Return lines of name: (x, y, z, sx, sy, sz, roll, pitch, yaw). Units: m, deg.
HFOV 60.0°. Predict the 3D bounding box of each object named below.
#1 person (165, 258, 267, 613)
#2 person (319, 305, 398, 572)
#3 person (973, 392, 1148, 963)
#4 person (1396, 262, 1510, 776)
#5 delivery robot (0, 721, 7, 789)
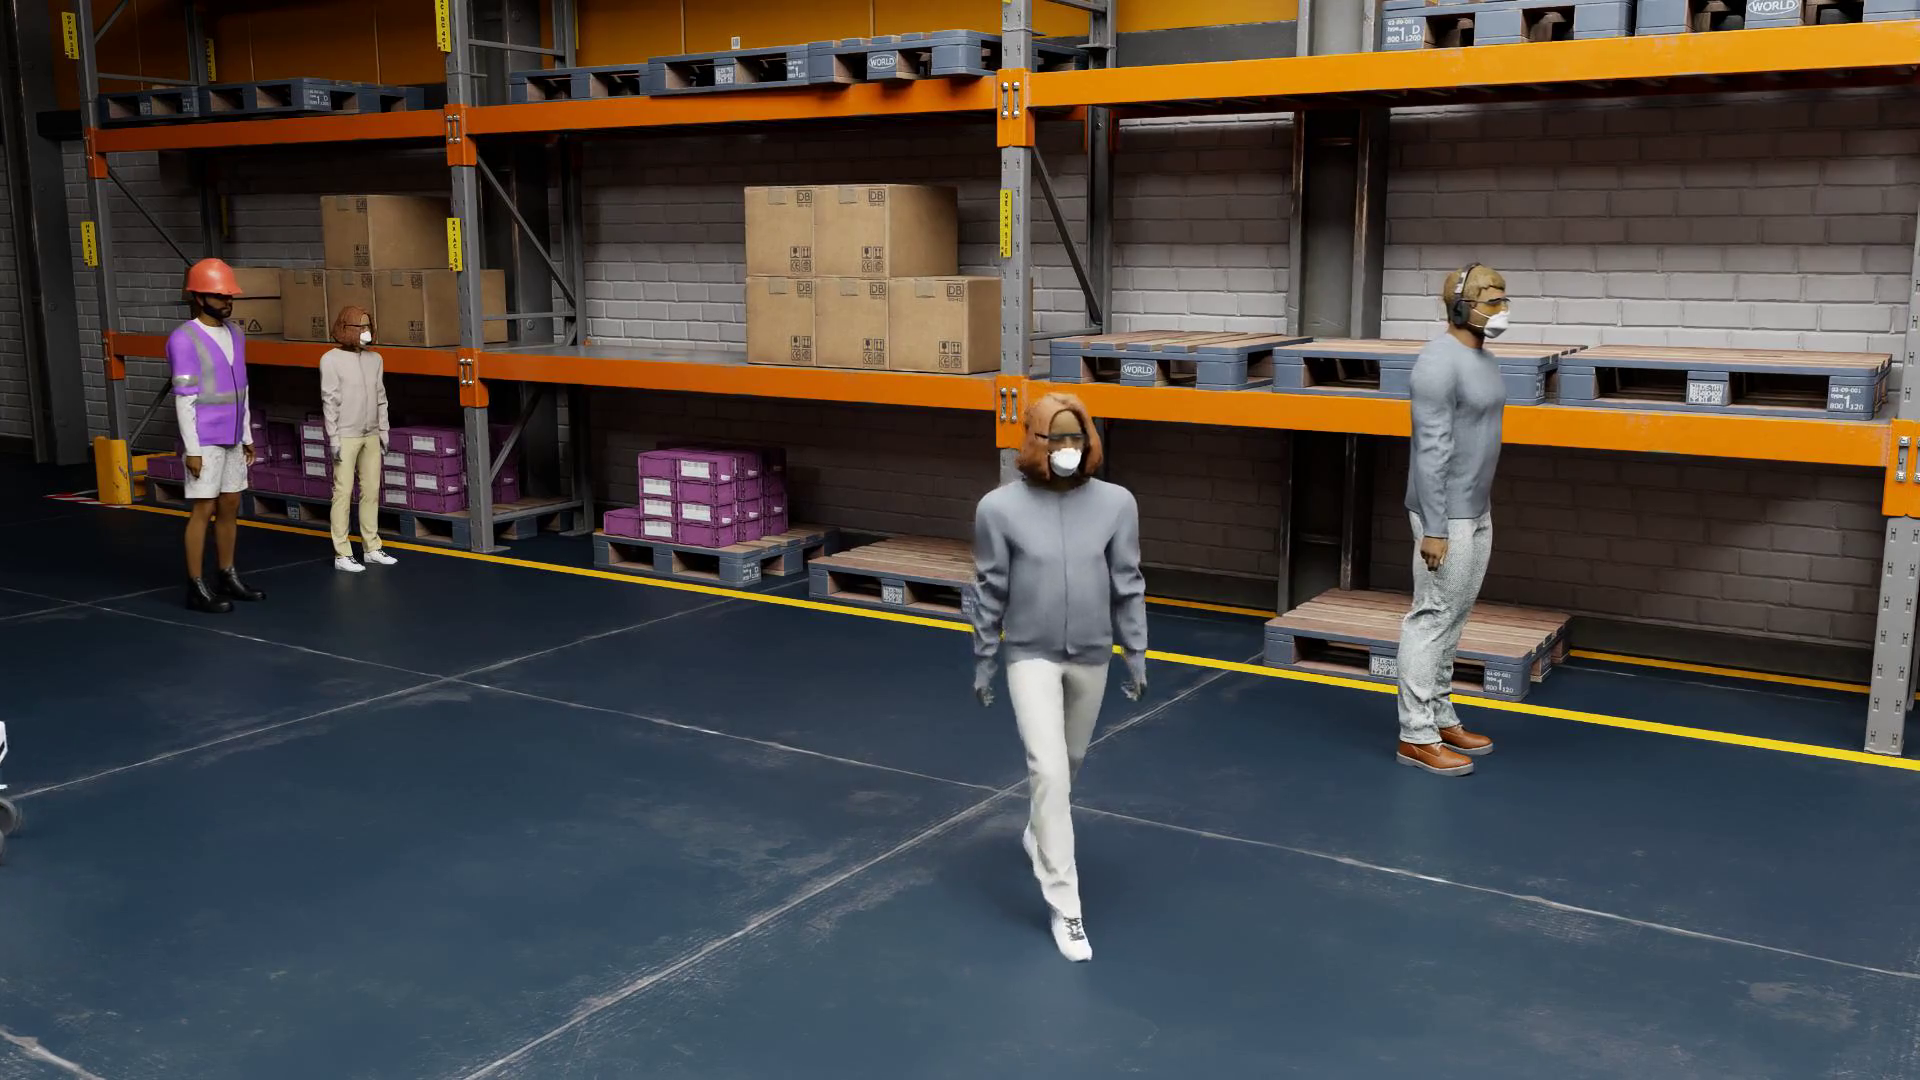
person: (-4.047, -0.566, 9.105, 0.414, 1.929, 0.548, 2, 11, 13)
person: (-3.710, -0.624, 10.240, 0.277, 1.629, 0.498, 5, 11, 26)
person: (0.292, 0.342, 4.973, 0.508, 1.595, 0.829, -3, 11, -15)
person: (1.897, -0.086, 6.387, 0.353, 1.937, 0.635, 7, 12, 32)
delivery robot: (-3.481, 0.746, 5.354, 0.707, 0.478, 0.477, -4, 11, -21)
